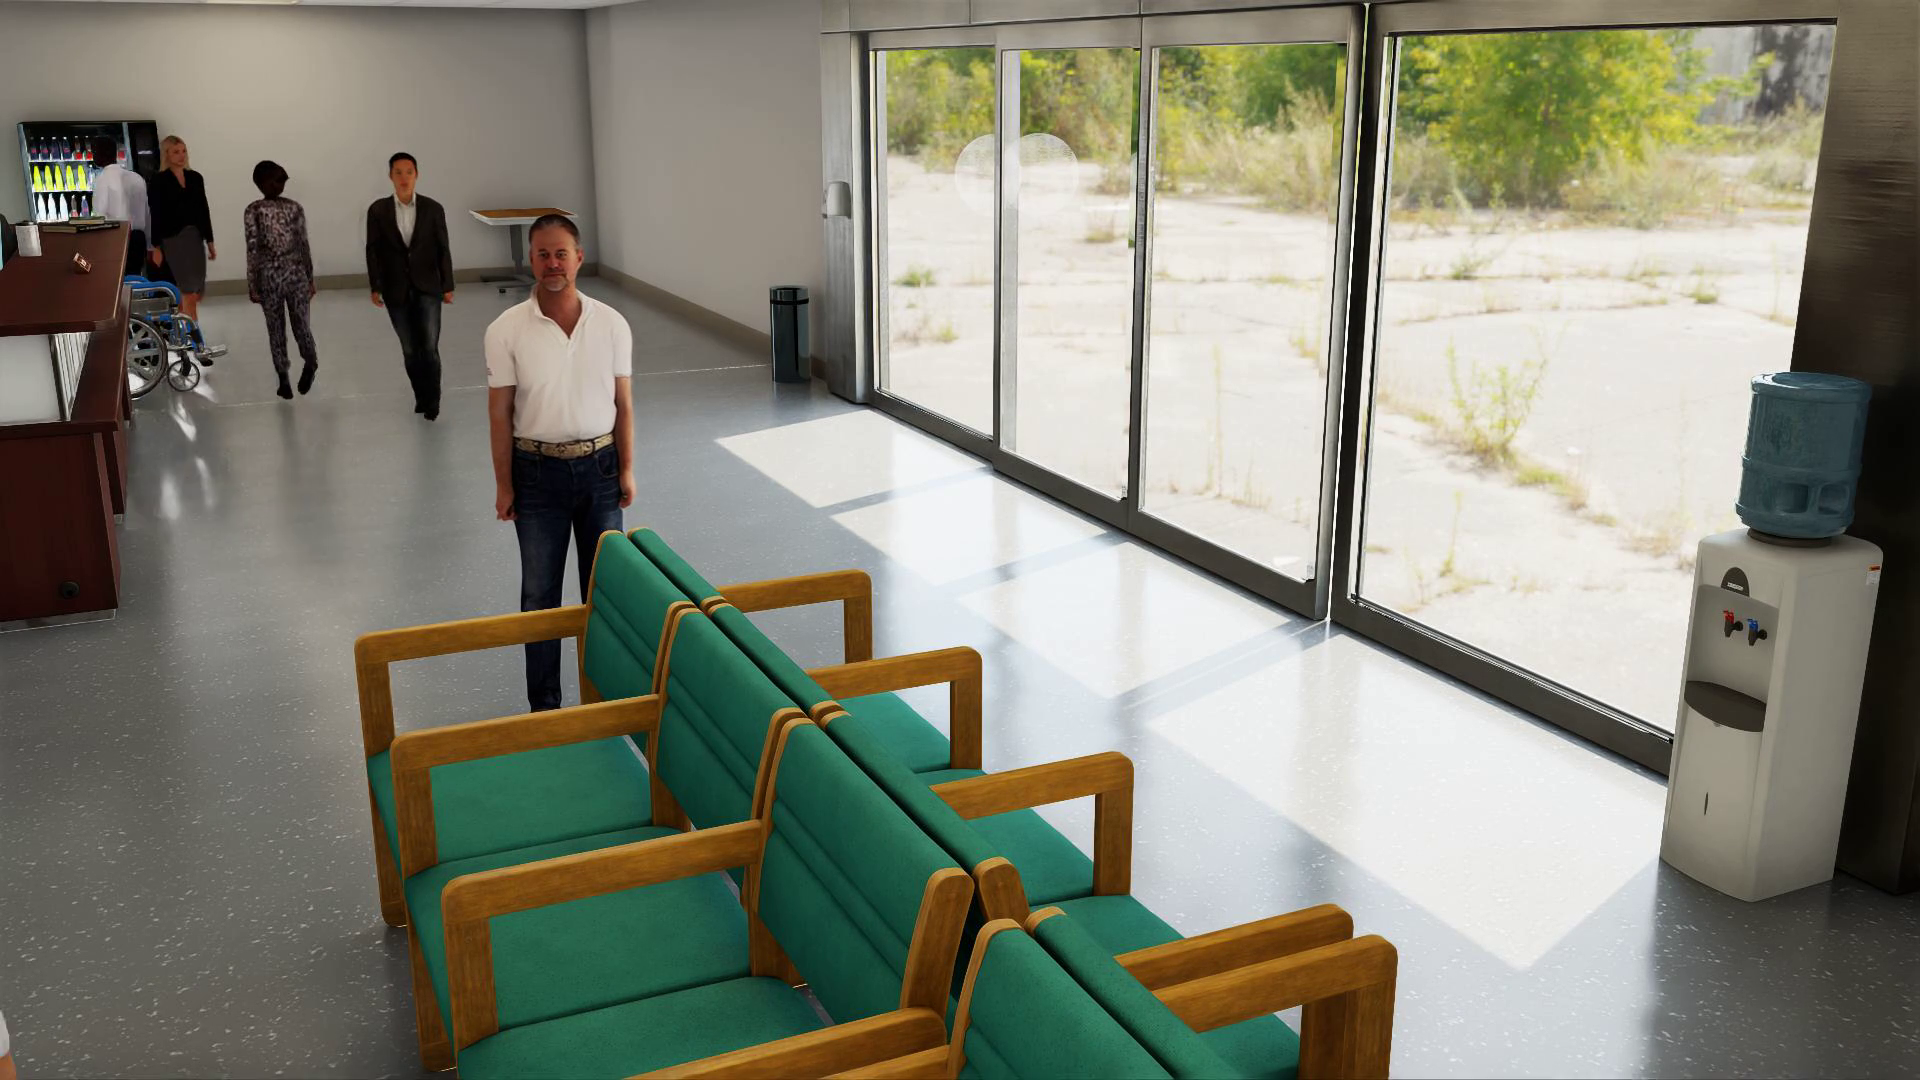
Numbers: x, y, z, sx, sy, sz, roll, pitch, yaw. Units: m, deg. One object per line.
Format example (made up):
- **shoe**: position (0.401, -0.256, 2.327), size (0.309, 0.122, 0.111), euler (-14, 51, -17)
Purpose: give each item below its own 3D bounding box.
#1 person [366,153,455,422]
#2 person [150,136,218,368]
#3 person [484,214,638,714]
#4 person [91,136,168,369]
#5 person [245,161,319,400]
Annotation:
- **person**: position (-3.722, -1.695, 11.290), size (1.101, 1.764, 0.905), euler (-3, 16, -12)
- **person**: position (-6.258, -2.281, 13.280), size (1.002, 1.813, 1.036), euler (10, 18, 31)
- **person**: position (-1.398, -0.231, 5.926), size (0.567, 1.856, 0.756), euler (-4, 16, -15)
- **person**: position (-6.545, -2.267, 13.214), size (0.877, 1.820, 0.822), euler (4, 16, 14)
- **person**: position (-4.776, -1.807, 11.811), size (0.953, 1.696, 0.766), euler (-11, 19, -34)
